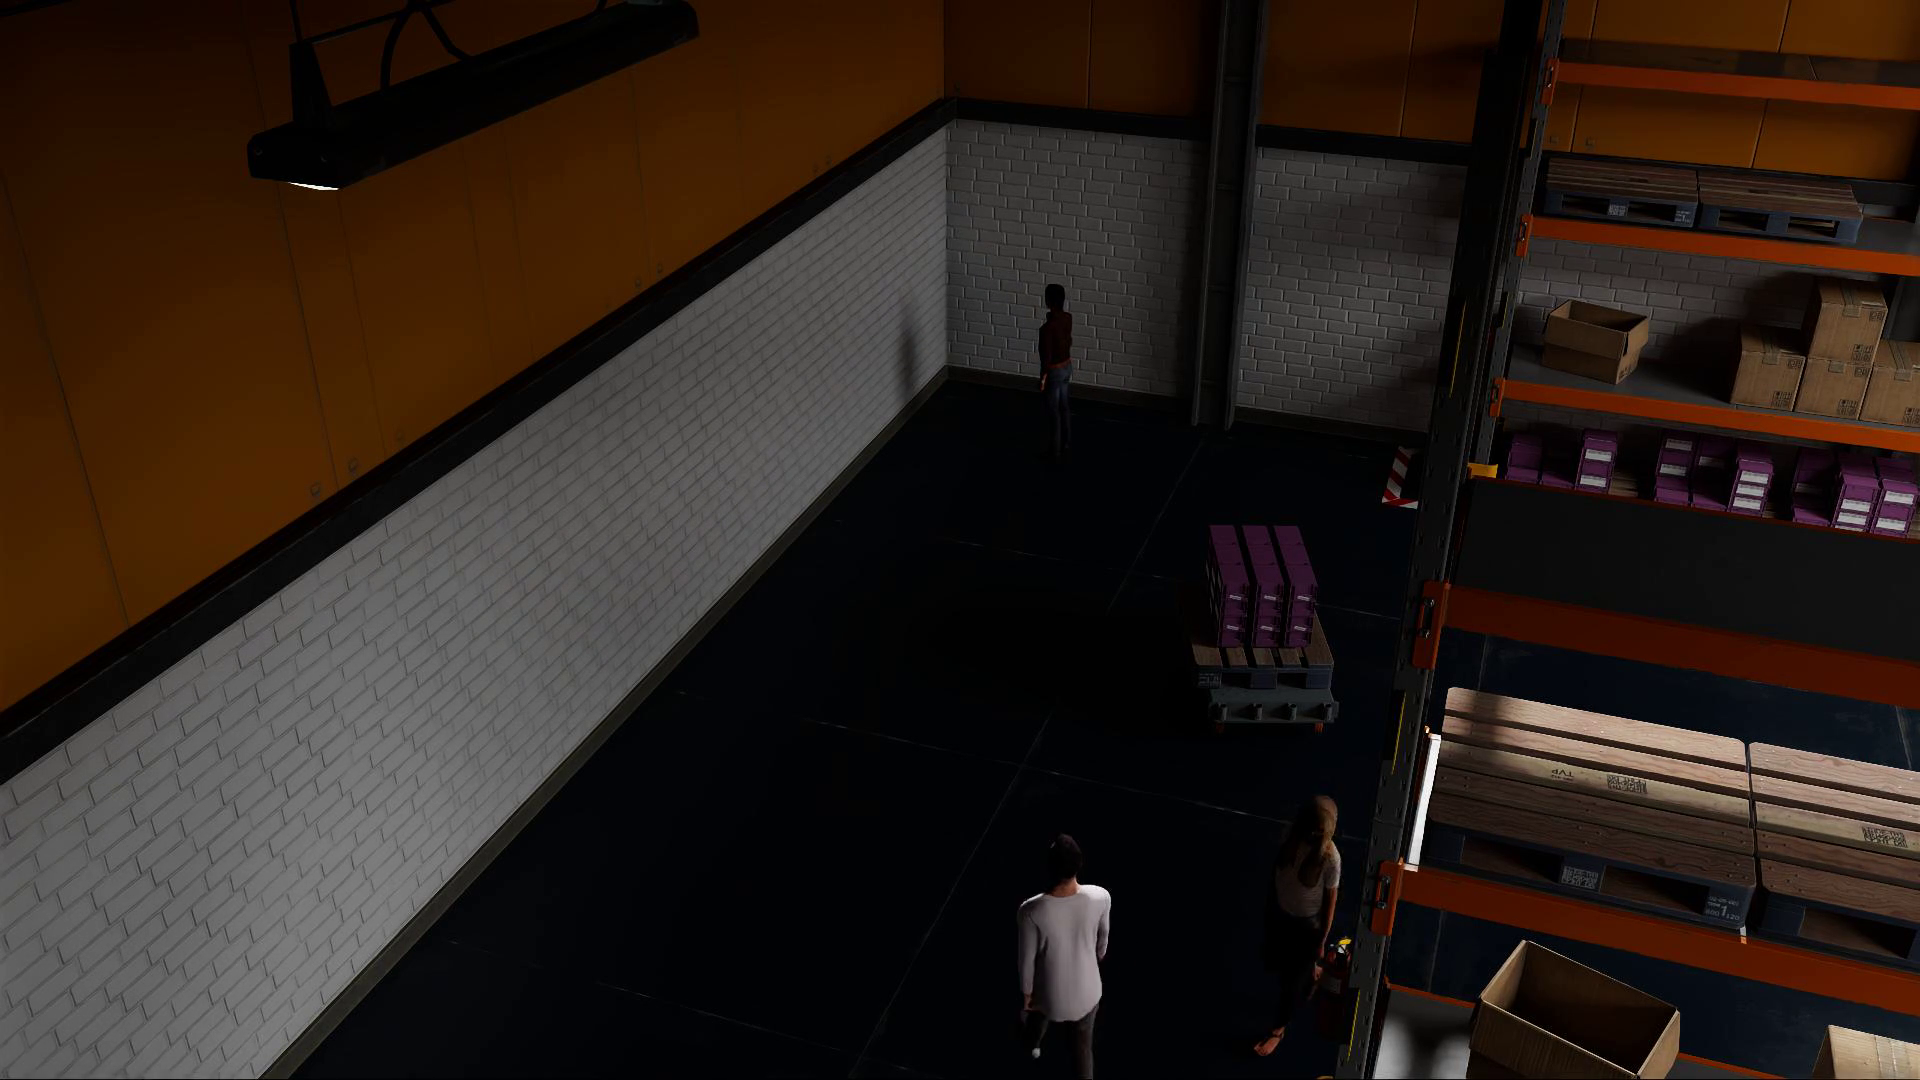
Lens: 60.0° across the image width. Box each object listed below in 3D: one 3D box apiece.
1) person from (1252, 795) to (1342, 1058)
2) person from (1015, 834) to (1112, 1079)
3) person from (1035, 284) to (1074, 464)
[{"bbox_3d":[1.946,2.088,9.213,0.937,1.802,0.924,-17,33,-29],"label":"person"},{"bbox_3d":[0.575,2.380,8.691,1.169,1.789,1.089,-4,29,-7],"label":"person"},{"bbox_3d":[0.936,-1.606,16.011,0.614,1.777,0.692,18,34,30],"label":"person"}]
